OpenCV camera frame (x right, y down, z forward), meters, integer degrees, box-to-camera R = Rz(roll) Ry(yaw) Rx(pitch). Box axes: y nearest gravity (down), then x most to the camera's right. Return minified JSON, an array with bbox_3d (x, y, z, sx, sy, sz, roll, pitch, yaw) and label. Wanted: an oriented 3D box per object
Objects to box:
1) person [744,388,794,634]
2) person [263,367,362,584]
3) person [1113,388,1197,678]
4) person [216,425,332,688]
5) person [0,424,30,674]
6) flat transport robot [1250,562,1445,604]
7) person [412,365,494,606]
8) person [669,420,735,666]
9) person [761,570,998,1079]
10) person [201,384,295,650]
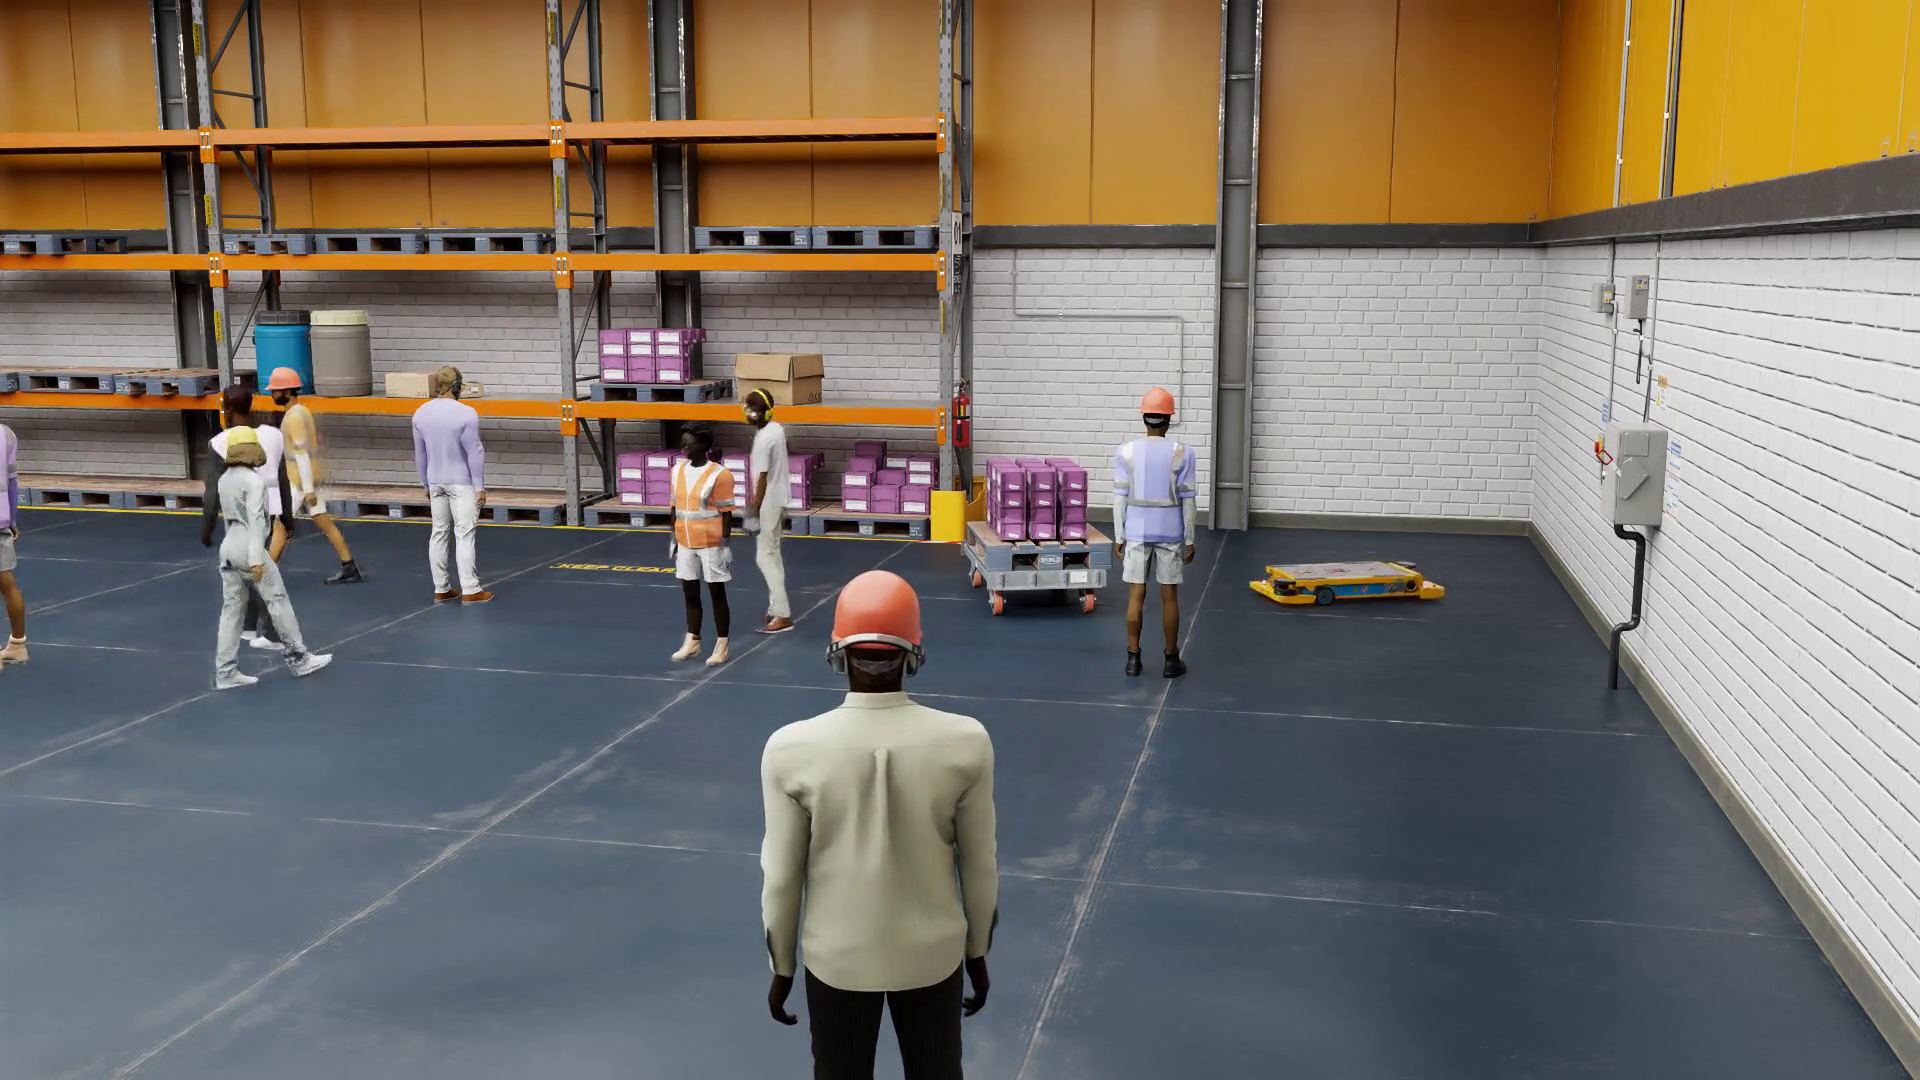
[{"bbox_3d":[-1.419,-0.223,12.450,0.353,1.837,0.661,1,10,8],"label":"person"},{"bbox_3d":[-5.610,-0.517,14.062,1.009,1.887,0.550,-2,10,-11],"label":"person"},{"bbox_3d":[1.299,-0.045,11.079,0.552,1.934,0.364,2,10,14],"label":"person"},{"bbox_3d":[-4.584,0.096,10.946,0.520,1.691,0.836,7,12,37],"label":"person"},{"bbox_3d":[-6.597,-0.113,11.170,0.383,2.039,0.614,2,10,11],"label":"person"},{"bbox_3d":[3.186,0.343,13.706,1.431,0.197,0.652,-2,10,-11],"label":"flat transport robot"},{"bbox_3d":[-4.083,-0.435,13.393,0.630,1.938,0.373,4,10,21],"label":"person"},{"bbox_3d":[-1.770,0.022,11.418,0.566,1.693,0.320,6,11,30],"label":"person"},{"bbox_3d":[-0.206,1.066,4.325,0.613,1.995,0.391,-1,10,-8],"label":"person"},{"bbox_3d":[-5.170,-0.164,11.902,0.818,1.888,0.629,4,11,25],"label":"person"}]
